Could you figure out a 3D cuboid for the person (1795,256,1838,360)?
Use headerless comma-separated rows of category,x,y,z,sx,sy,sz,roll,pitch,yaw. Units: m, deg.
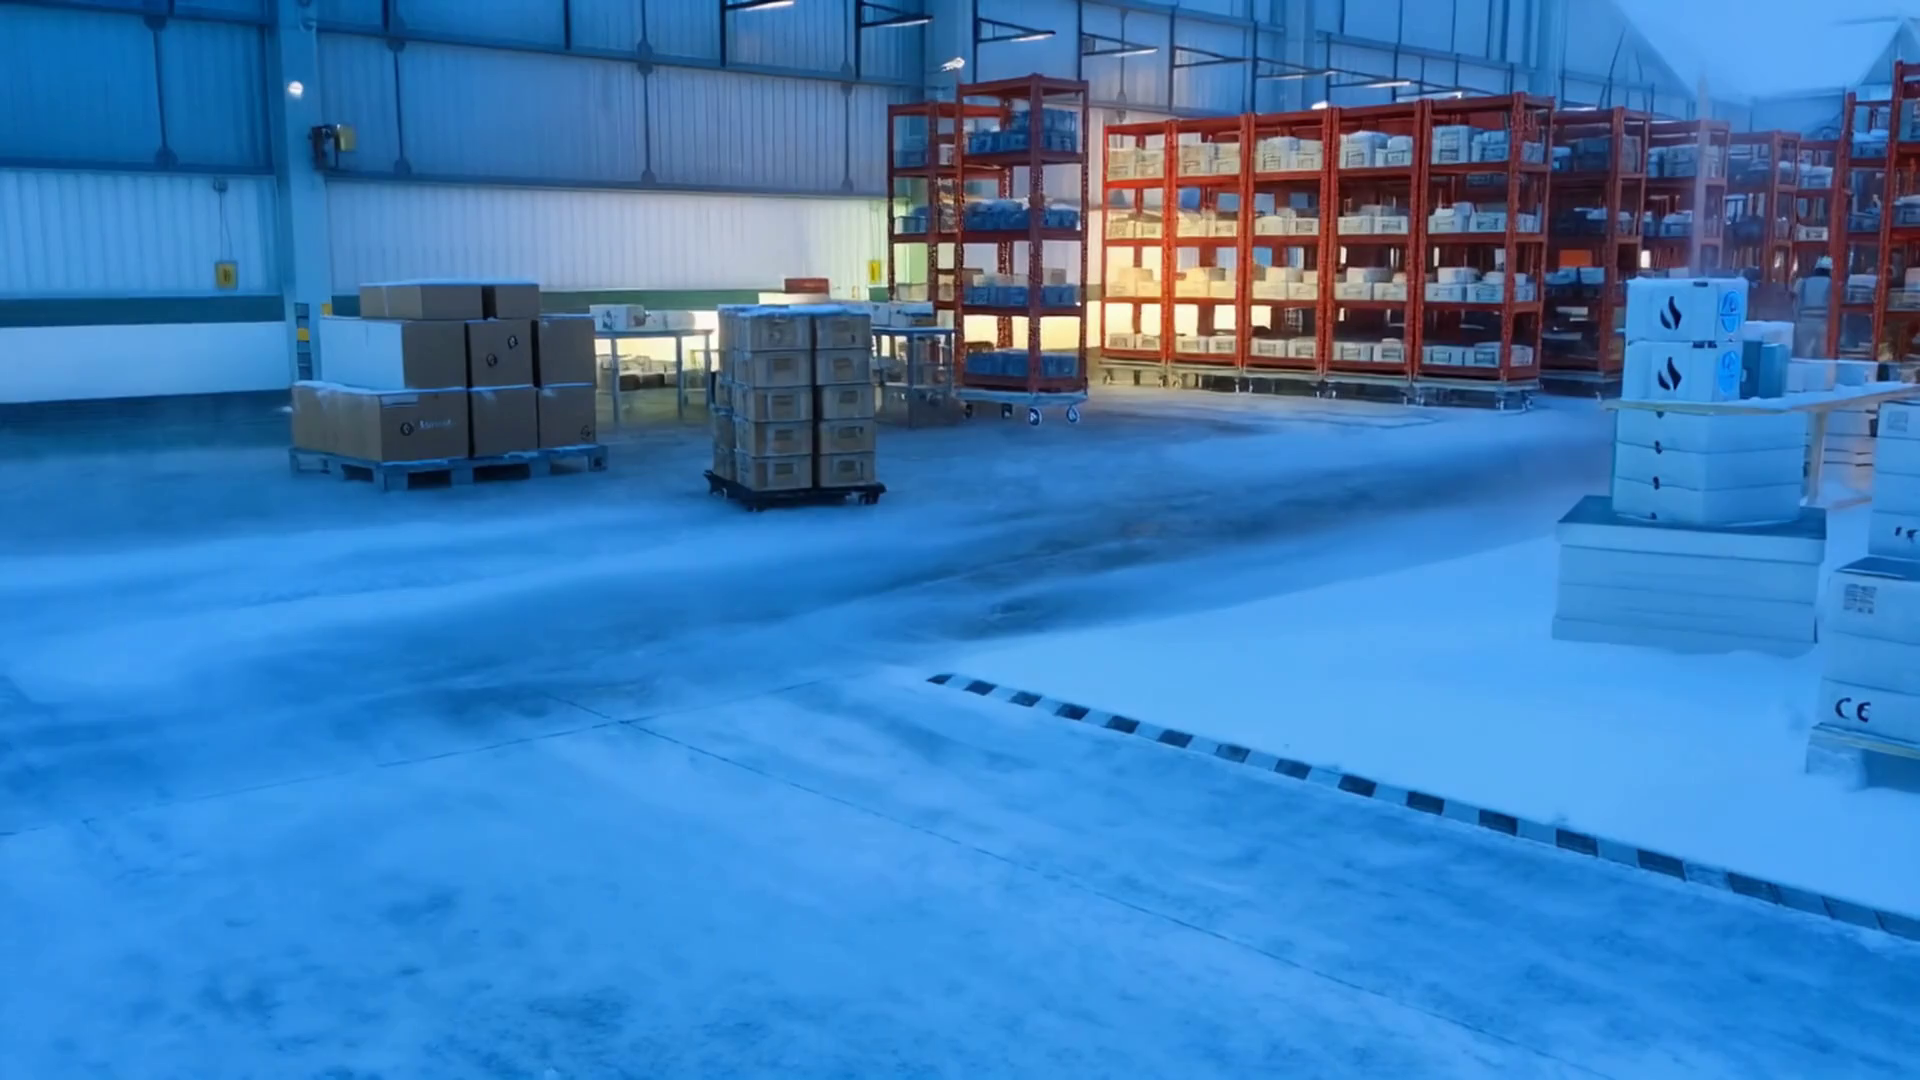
person,12.219,-3.148,23.770,0.585,1.811,0.806,8,12,40
